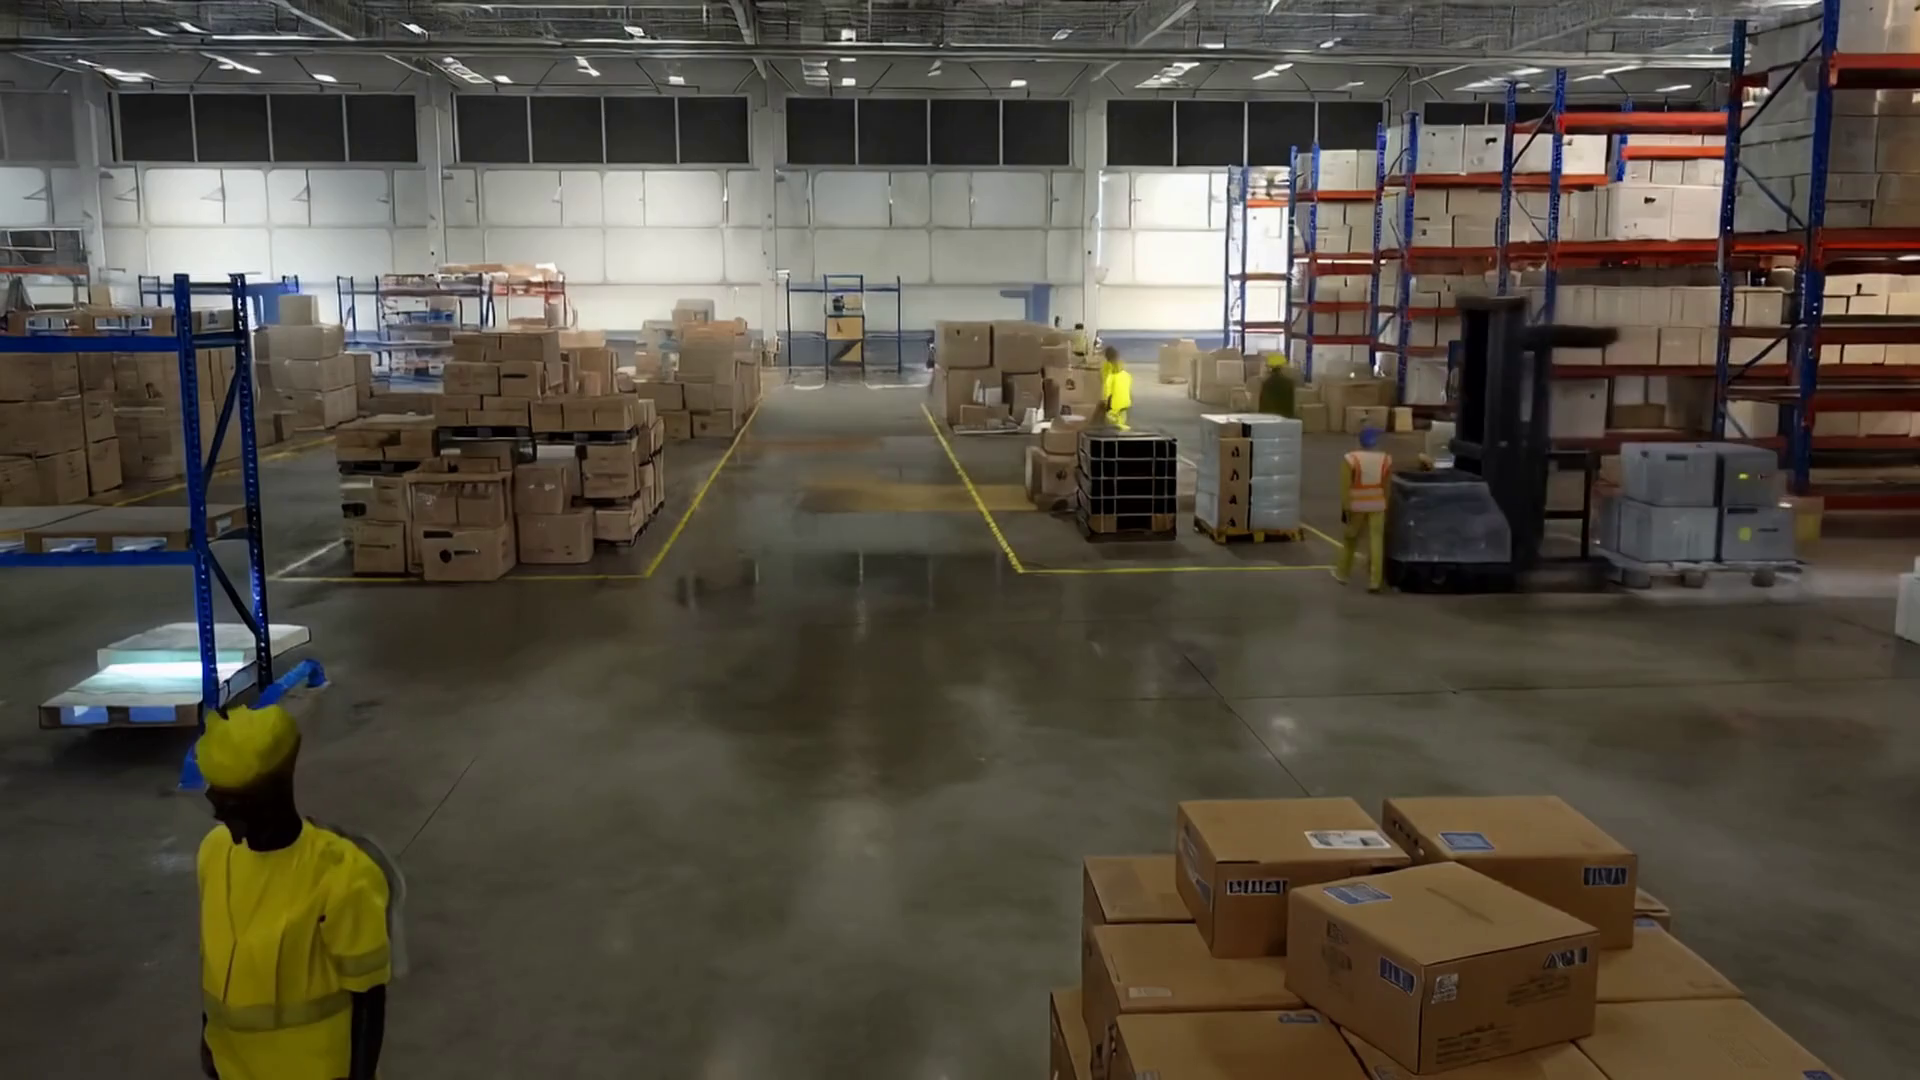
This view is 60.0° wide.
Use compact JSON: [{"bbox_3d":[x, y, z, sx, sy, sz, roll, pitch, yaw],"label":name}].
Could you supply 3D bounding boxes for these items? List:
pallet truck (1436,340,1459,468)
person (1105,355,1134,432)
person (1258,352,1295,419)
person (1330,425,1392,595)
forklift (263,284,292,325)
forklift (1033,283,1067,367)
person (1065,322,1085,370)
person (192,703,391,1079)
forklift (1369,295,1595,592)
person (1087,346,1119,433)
[{"bbox_3d":[8.004,-2.170,26.422,0.823,1.965,1.885,2,9,14],"label":"pallet truck"},{"bbox_3d":[2.659,-2.237,27.779,0.538,1.696,0.317,-5,11,-31],"label":"person"},{"bbox_3d":[4.384,-1.603,22.924,0.630,1.972,0.622,-6,11,-32],"label":"person"},{"bbox_3d":[3.867,-0.305,15.972,0.521,1.585,0.878,-1,9,-7],"label":"person"},{"bbox_3d":[-15.683,-4.518,38.400,1.873,2.768,1.129,-1,9,-4],"label":"forklift"},{"bbox_3d":[2.077,-5.134,42.265,1.873,2.768,1.129,-1,9,-4],"label":"forklift"},{"bbox_3d":[2.726,-4.226,39.550,0.545,1.926,0.504,-5,10,-27],"label":"person"},{"bbox_3d":[-1.746,1.372,4.297,0.603,1.958,0.381,4,10,24],"label":"person"},{"bbox_3d":[5.053,-0.962,16.069,1.873,2.768,1.129,-1,9,-4],"label":"forklift"},{"bbox_3d":[2.480,-2.490,29.042,0.885,1.811,0.634,1,9,9],"label":"person"}]
